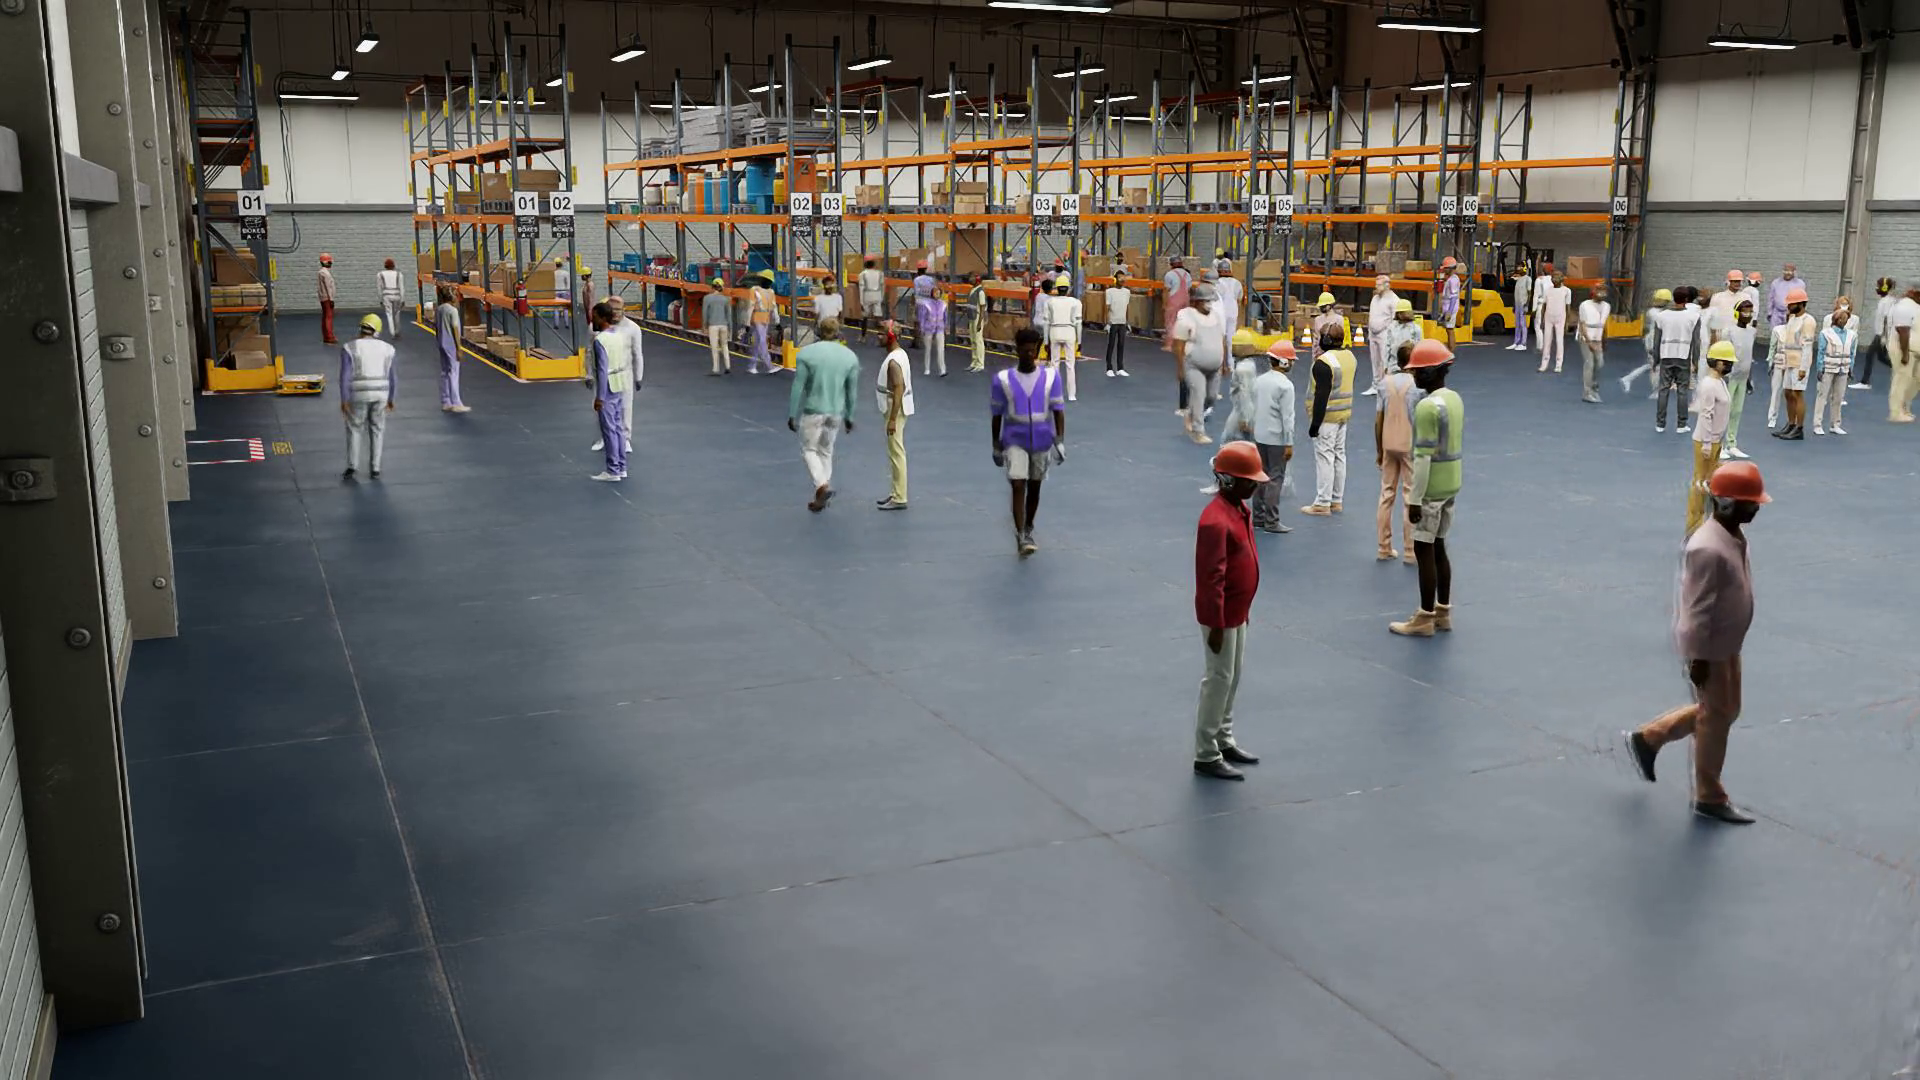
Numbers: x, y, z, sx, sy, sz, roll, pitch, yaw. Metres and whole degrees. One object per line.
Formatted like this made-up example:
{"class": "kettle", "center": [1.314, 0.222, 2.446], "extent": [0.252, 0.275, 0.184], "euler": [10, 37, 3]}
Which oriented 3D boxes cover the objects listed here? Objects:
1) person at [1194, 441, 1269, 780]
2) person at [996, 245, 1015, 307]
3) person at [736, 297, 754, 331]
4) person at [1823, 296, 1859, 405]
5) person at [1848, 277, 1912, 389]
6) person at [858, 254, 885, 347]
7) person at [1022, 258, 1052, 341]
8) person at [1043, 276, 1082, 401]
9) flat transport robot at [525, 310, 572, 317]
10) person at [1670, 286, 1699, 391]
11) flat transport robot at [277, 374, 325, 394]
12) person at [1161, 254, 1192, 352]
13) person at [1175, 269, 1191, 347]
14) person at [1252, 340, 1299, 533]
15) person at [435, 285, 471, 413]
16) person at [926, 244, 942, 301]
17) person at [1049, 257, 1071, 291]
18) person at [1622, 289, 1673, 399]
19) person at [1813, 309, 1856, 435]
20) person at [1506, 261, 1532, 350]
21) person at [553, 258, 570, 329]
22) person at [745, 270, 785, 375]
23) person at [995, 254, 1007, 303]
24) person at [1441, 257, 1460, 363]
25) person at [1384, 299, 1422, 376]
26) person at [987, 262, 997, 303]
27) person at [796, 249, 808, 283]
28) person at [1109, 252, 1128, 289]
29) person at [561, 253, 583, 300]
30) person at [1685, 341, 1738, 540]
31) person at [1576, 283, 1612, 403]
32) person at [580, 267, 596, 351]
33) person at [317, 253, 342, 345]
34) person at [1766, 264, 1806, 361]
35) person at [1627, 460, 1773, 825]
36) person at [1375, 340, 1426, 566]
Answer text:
{"class": "person", "center": [1.386, 0.354, 8.506], "extent": [0.351, 1.739, 0.573], "euler": [5, 12, 22]}
{"class": "person", "center": [1.373, -7.871, 49.866], "extent": [0.602, 1.908, 0.704], "euler": [-6, 13, -28]}
{"class": "person", "center": [-5.229, -5.883, 40.447], "extent": [0.514, 1.641, 0.315], "euler": [2, 11, 12]}
{"class": "person", "center": [13.239, -2.851, 25.055], "extent": [0.507, 1.633, 0.276], "euler": [2, 11, 9]}
{"class": "person", "center": [15.100, -3.359, 27.134], "extent": [0.842, 1.841, 0.518], "euler": [6, 13, 29]}
{"class": "person", "center": [-1.921, -5.193, 36.084], "extent": [0.627, 1.989, 1.070], "euler": [-4, 12, -19]}
{"class": "person", "center": [1.642, -5.100, 35.800], "extent": [0.644, 1.904, 0.399], "euler": [2, 11, 8]}
{"class": "person", "center": [1.571, -3.083, 25.517], "extent": [0.590, 1.918, 0.396], "euler": [2, 11, 8]}
{"class": "flat transport robot", "center": [-11.402, -6.339, 46.260], "extent": [1.431, 0.197, 0.652], "euler": [-4, 12, -21]}
{"class": "person", "center": [11.786, -3.259, 26.960], "extent": [0.540, 1.700, 0.316], "euler": [1, 11, 6]}
{"class": "flat transport robot", "center": [-10.663, -2.534, 26.921], "extent": [0.652, 0.197, 1.431], "euler": [-4, 12, -18]}
{"class": "person", "center": [4.473, -4.954, 34.709], "extent": [0.685, 2.000, 0.535], "euler": [-8, 14, -34]}
{"class": "person", "center": [4.754, -4.932, 35.502], "extent": [0.320, 1.686, 0.539], "euler": [-2, 11, -8]}
{"class": "person", "center": [2.870, -0.935, 15.048], "extent": [0.357, 1.743, 0.560], "euler": [-4, 12, -21]}
{"class": "person", "center": [-7.389, -2.770, 24.108], "extent": [0.507, 1.846, 0.351], "euler": [10, 15, 41]}
{"class": "person", "center": [-0.909, -8.521, 53.231], "extent": [0.659, 1.893, 0.652], "euler": [-8, 14, -37]}
{"class": "person", "center": [2.214, -5.409, 37.374], "extent": [0.578, 1.908, 0.528], "euler": [1, 11, 6]}
{"class": "person", "center": [10.699, -3.046, 25.833], "extent": [0.639, 1.709, 0.537], "euler": [6, 13, 28]}
{"class": "person", "center": [11.396, -2.189, 21.672], "extent": [0.514, 1.644, 0.307], "euler": [-1, 11, -7]}
{"class": "person", "center": [11.821, -4.940, 35.069], "extent": [0.329, 1.873, 0.516], "euler": [-3, 11, -14]}
{"class": "person", "center": [-10.001, -6.150, 41.489], "extent": [0.535, 1.767, 0.315], "euler": [-5, 12, -24]}
{"class": "person", "center": [-3.462, -3.882, 29.706], "extent": [0.932, 1.870, 0.599], "euler": [7, 13, 30]}
{"class": "person", "center": [1.310, -8.538, 53.453], "extent": [0.841, 1.855, 0.606], "euler": [11, 15, 43]}
{"class": "person", "center": [9.425, -4.432, 32.075], "extent": [0.384, 2.035, 0.605], "euler": [3, 11, 13]}
{"class": "person", "center": [5.845, -2.308, 22.021], "extent": [0.493, 1.742, 0.322], "euler": [9, 14, 38]}
{"class": "person", "center": [1.002, -8.347, 53.070], "extent": [0.514, 1.607, 0.515], "euler": [7, 13, 30]}
{"class": "person", "center": [-5.075, -8.281, 52.389], "extent": [0.574, 1.737, 0.354], "euler": [-2, 11, -9]}
{"class": "person", "center": [4.108, -6.509, 43.037], "extent": [0.532, 1.873, 0.314], "euler": [-3, 11, -13]}
{"class": "person", "center": [-11.274, -7.498, 48.432], "extent": [0.575, 1.721, 0.658], "euler": [7, 13, 31]}
{"class": "person", "center": [6.617, -0.863, 14.620], "extent": [0.310, 1.766, 0.534], "euler": [8, 13, 34]}
{"class": "person", "center": [9.674, -3.006, 25.368], "extent": [0.597, 1.818, 0.533], "euler": [-5, 12, -26]}
{"class": "person", "center": [-7.751, -4.811, 34.708], "extent": [0.333, 1.761, 0.522], "euler": [-5, 12, -23]}
{"class": "person", "center": [-13.843, -5.268, 36.422], "extent": [0.380, 1.995, 0.611], "euler": [-8, 14, -36]}
{"class": "person", "center": [16.045, -4.412, 32.345], "extent": [0.651, 1.902, 0.396], "euler": [11, 15, 43]}
{"class": "person", "center": [3.548, 0.465, 7.939], "extent": [0.593, 1.733, 0.572], "euler": [9, 15, 40]}
{"class": "person", "center": [3.646, -0.715, 13.663], "extent": [0.350, 1.847, 0.506], "euler": [-11, 15, -43]}
